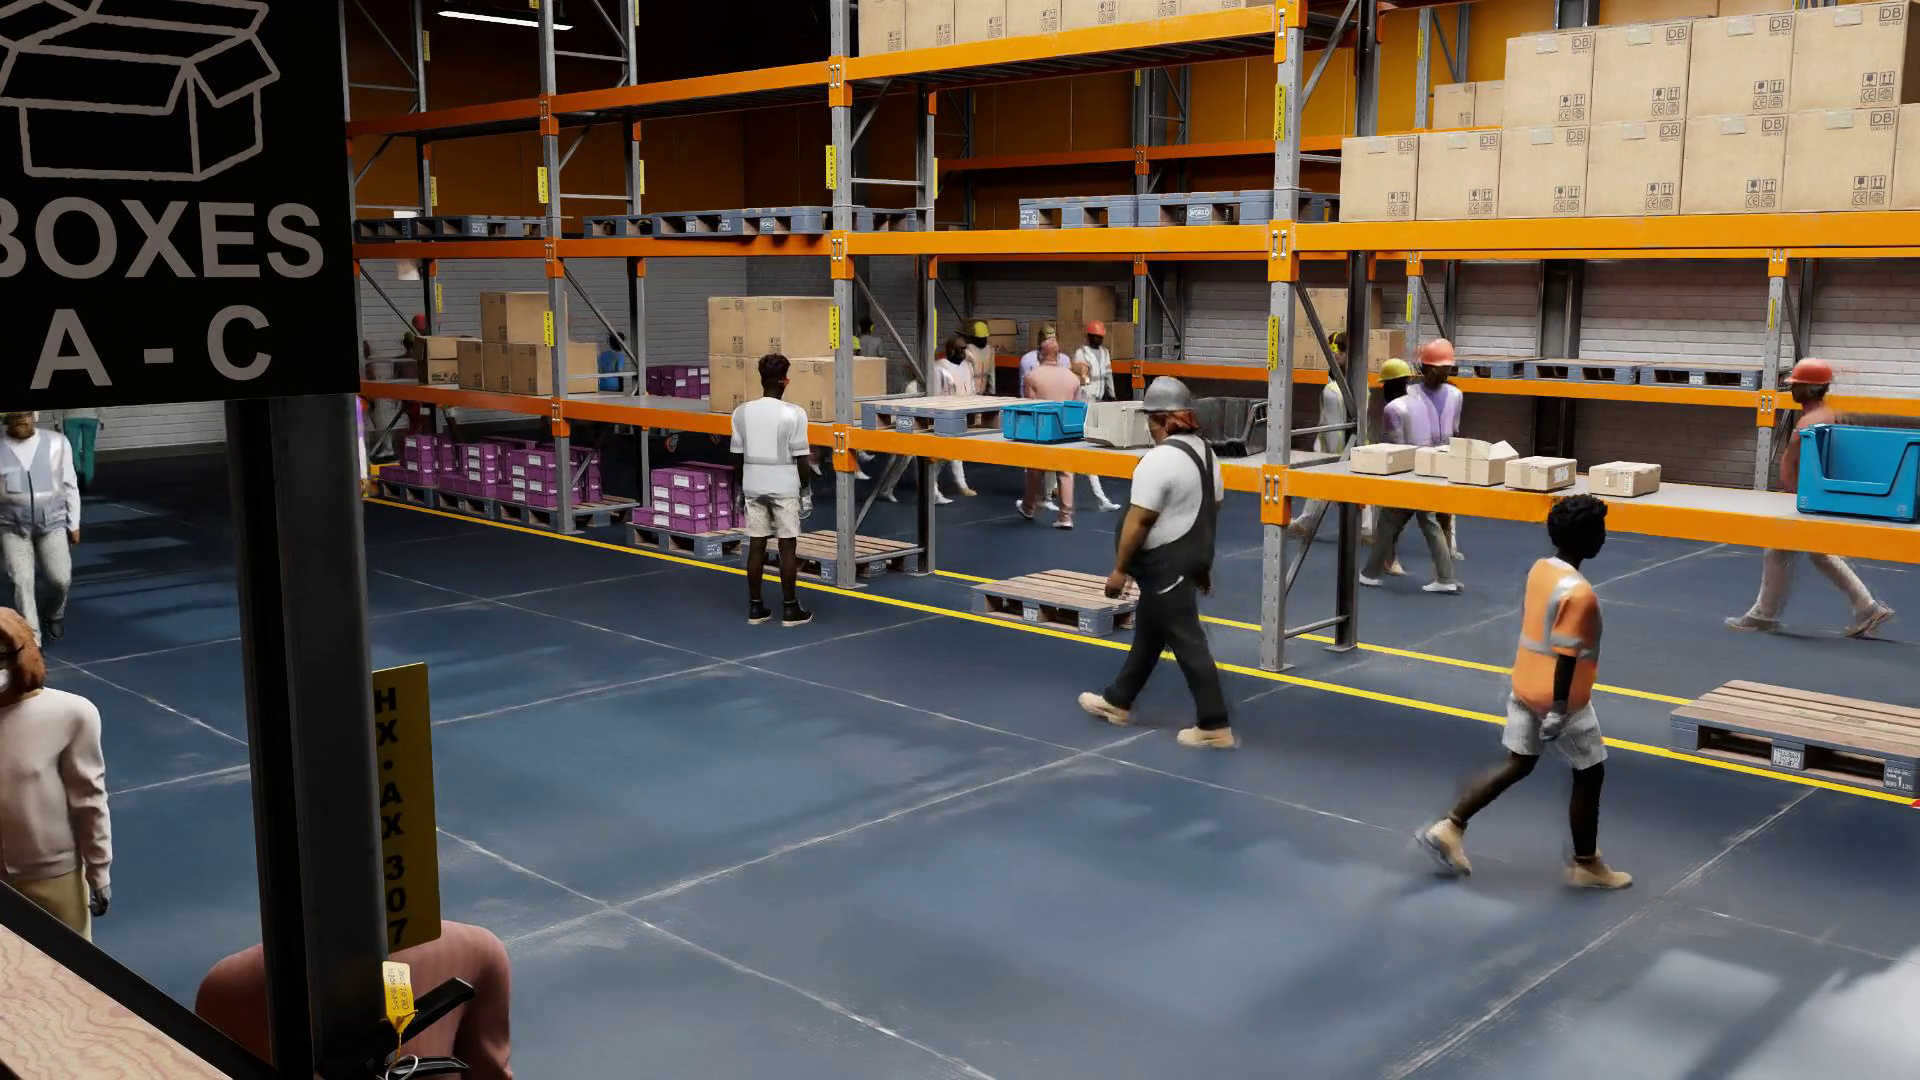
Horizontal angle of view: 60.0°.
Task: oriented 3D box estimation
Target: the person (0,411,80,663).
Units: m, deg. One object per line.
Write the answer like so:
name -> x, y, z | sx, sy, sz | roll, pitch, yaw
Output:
person -> -6.107, -0.118, 10.918 | 0.594, 1.821, 0.542 | -6, 11, -34

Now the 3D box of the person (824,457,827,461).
person -> -1.652, -2.015, 22.310 | 0.613, 1.895, 0.496 | 6, 11, 31

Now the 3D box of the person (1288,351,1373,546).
person -> 3.512, -0.864, 15.564 | 0.664, 1.788, 0.947 | -8, 12, -39

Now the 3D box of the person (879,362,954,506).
person -> -0.507, -1.169, 18.080 | 0.918, 1.582, 0.533 | 4, 10, 22

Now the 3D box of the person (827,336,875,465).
person -> -1.415, -1.811, 21.665 | 0.919, 1.681, 0.498 | 7, 11, 35

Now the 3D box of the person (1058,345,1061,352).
person -> 1.153, -1.706, 21.246 | 0.536, 1.616, 0.570 | -9, 13, -43

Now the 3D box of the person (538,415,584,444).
person -> -5.816, -2.263, 23.825 | 0.768, 1.908, 0.576 | -5, 11, -30

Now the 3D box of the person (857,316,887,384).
person -> -1.411, -2.511, 25.541 | 0.522, 1.840, 0.837 | 2, 10, 13

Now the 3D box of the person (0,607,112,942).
person -> -2.708, 0.980, 4.785 | 0.497, 1.625, 0.287 | -3, 10, -19

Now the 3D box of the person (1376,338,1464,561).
person -> 4.149, -0.827, 14.849 | 0.593, 1.964, 0.930 | -4, 10, -22

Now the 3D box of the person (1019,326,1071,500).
person -> 0.955, -1.413, 18.506 | 0.627, 1.934, 0.370 | -4, 10, -23

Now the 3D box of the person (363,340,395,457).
person -> -8.076, -1.884, 22.419 | 0.838, 1.595, 0.522 | -3, 10, -15

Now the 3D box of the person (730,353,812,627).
person -> -1.339, -0.359, 11.944 | 0.613, 1.962, 0.367 | 3, 10, 20

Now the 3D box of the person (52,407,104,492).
person -> -10.049, -1.391, 18.995 | 0.535, 1.733, 0.701 | -7, 11, -35

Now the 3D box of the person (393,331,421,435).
person -> -7.140, -1.880, 21.950 | 0.536, 1.740, 0.720 | 3, 10, 20

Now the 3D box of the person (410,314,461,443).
person -> -6.758, -1.911, 21.472 | 0.612, 1.984, 0.735 | 3, 10, 17

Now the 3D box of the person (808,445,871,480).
person -> -1.525, -1.669, 20.310 | 0.899, 1.869, 0.647 | 3, 10, 18

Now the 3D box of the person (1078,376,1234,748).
person -> 1.093, 0.082, 9.011 | 1.023, 2.000, 0.695 | 6, 11, 31

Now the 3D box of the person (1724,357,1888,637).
person -> 5.952, -0.290, 11.551 | 0.958, 1.964, 0.623 | 6, 11, 31

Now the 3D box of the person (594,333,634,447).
person -> -4.975, -2.178, 24.057 | 0.543, 1.631, 0.894 | 6, 11, 31

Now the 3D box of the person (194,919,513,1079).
person -> -1.009, 1.223, 2.853 | 0.523, 1.769, 0.315 | -4, 10, -25

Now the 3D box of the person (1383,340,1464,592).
person -> 3.764, -0.628, 13.524 | 0.627, 2.002, 1.048 | -3, 10, -15

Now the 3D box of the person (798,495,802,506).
person -> -1.959, -1.297, 17.994 | 0.786, 1.860, 0.601 | 4, 10, 24

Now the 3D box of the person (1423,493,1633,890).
person -> 2.365, 0.625, 6.834 | 0.785, 1.664, 0.531 | -1, 9, -4

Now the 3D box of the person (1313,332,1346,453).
person -> 4.149, -1.368, 18.456 | 0.380, 1.856, 0.569 | 7, 11, 35

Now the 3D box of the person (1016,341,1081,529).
person -> 0.880, -1.055, 16.586 | 0.662, 1.842, 1.015 | -3, 10, -19

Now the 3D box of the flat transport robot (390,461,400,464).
flat transport robot -> -6.524, -0.895, 20.410 | 0.652, 0.197, 1.431 | 1, 9, 9

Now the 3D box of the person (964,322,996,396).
person -> 0.181, -2.100, 23.004 | 0.627, 1.853, 1.068 | -9, 13, -42

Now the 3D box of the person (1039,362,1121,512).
person -> 1.230, -1.077, 17.511 | 0.884, 1.582, 0.507 | 5, 11, 28

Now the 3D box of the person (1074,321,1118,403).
person -> 1.770, -1.893, 21.573 | 0.548, 1.882, 0.998 | -8, 13, -42

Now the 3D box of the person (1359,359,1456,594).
person -> 3.574, -0.505, 13.227 | 0.606, 1.852, 0.955 | -8, 12, -41

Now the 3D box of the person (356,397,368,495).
person -> -5.111, -0.565, 13.424 | 0.554, 1.897, 0.886 | -5, 11, -29

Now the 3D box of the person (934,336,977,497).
person -> -0.126, -1.418, 18.938 | 0.845, 1.810, 0.630 | 8, 12, 42
